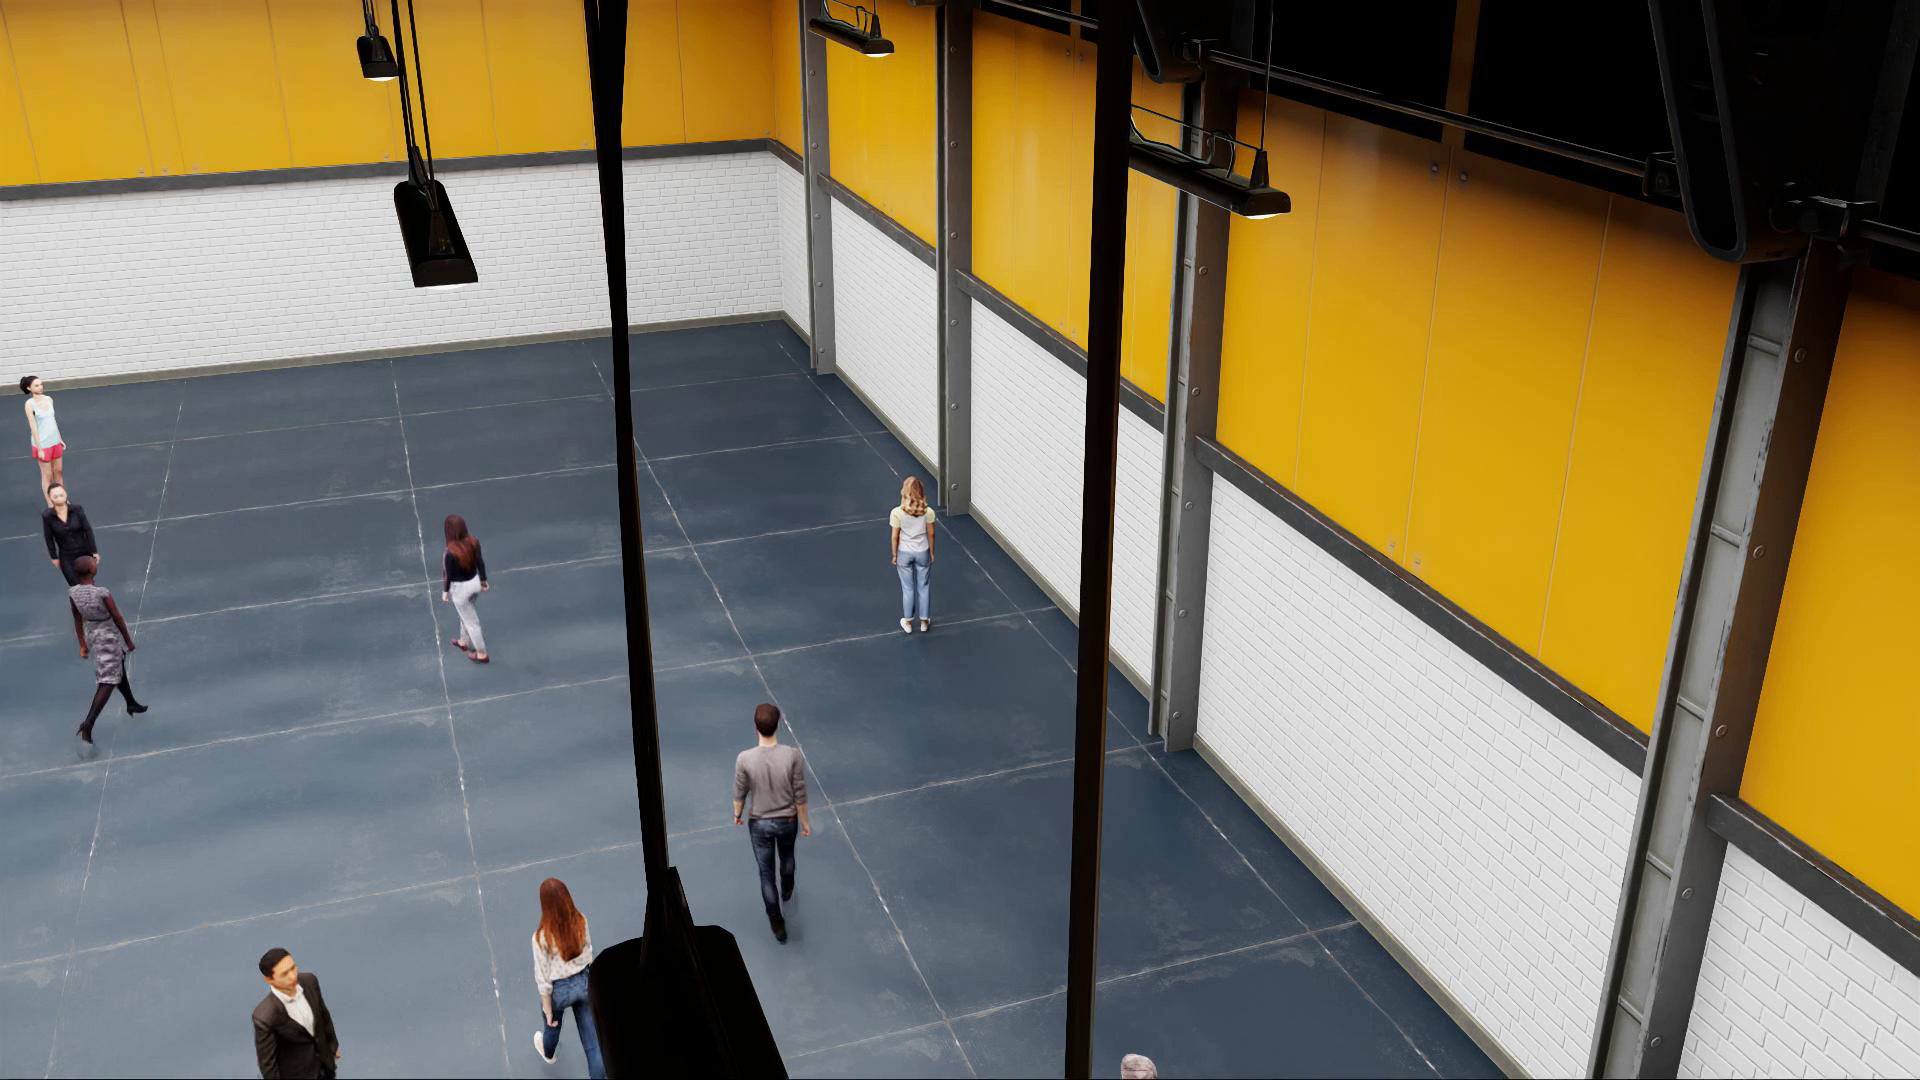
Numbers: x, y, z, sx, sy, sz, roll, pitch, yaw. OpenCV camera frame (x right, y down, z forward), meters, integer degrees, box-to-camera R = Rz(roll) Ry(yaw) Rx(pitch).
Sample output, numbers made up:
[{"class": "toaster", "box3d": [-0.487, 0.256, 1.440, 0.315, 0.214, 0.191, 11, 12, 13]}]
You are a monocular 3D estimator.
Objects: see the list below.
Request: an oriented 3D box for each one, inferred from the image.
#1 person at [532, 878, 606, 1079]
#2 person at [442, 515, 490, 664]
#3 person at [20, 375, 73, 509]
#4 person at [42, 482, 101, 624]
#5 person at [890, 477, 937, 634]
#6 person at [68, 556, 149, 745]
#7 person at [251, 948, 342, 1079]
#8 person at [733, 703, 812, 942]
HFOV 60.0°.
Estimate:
[{"class": "person", "box3d": [-2.503, 3.005, 10.851, 0.755, 1.686, 1.153, -14, 27, -30]}, {"class": "person", "box3d": [-4.908, 0.515, 16.668, 0.939, 1.589, 0.869, 12, 26, 26]}, {"class": "person", "box3d": [-11.133, -1.161, 20.284, 0.758, 1.765, 0.681, 6, 24, 13]}, {"class": "person", "box3d": [-9.222, 0.189, 17.324, 0.827, 1.663, 1.136, -18, 30, -36]}, {"class": "person", "box3d": [-0.477, 0.156, 17.324, 0.666, 1.723, 0.615, -3, 24, -8]}, {"class": "person", "box3d": [-7.916, 1.030, 15.283, 1.056, 1.756, 1.221, 7, 24, 15]}, {"class": "person", "box3d": [-4.086, 3.232, 10.209, 1.083, 1.786, 1.049, 9, 25, 19]}, {"class": "person", "box3d": [-1.399, 2.174, 12.511, 0.820, 1.880, 1.068, -5, 24, -10]}]
